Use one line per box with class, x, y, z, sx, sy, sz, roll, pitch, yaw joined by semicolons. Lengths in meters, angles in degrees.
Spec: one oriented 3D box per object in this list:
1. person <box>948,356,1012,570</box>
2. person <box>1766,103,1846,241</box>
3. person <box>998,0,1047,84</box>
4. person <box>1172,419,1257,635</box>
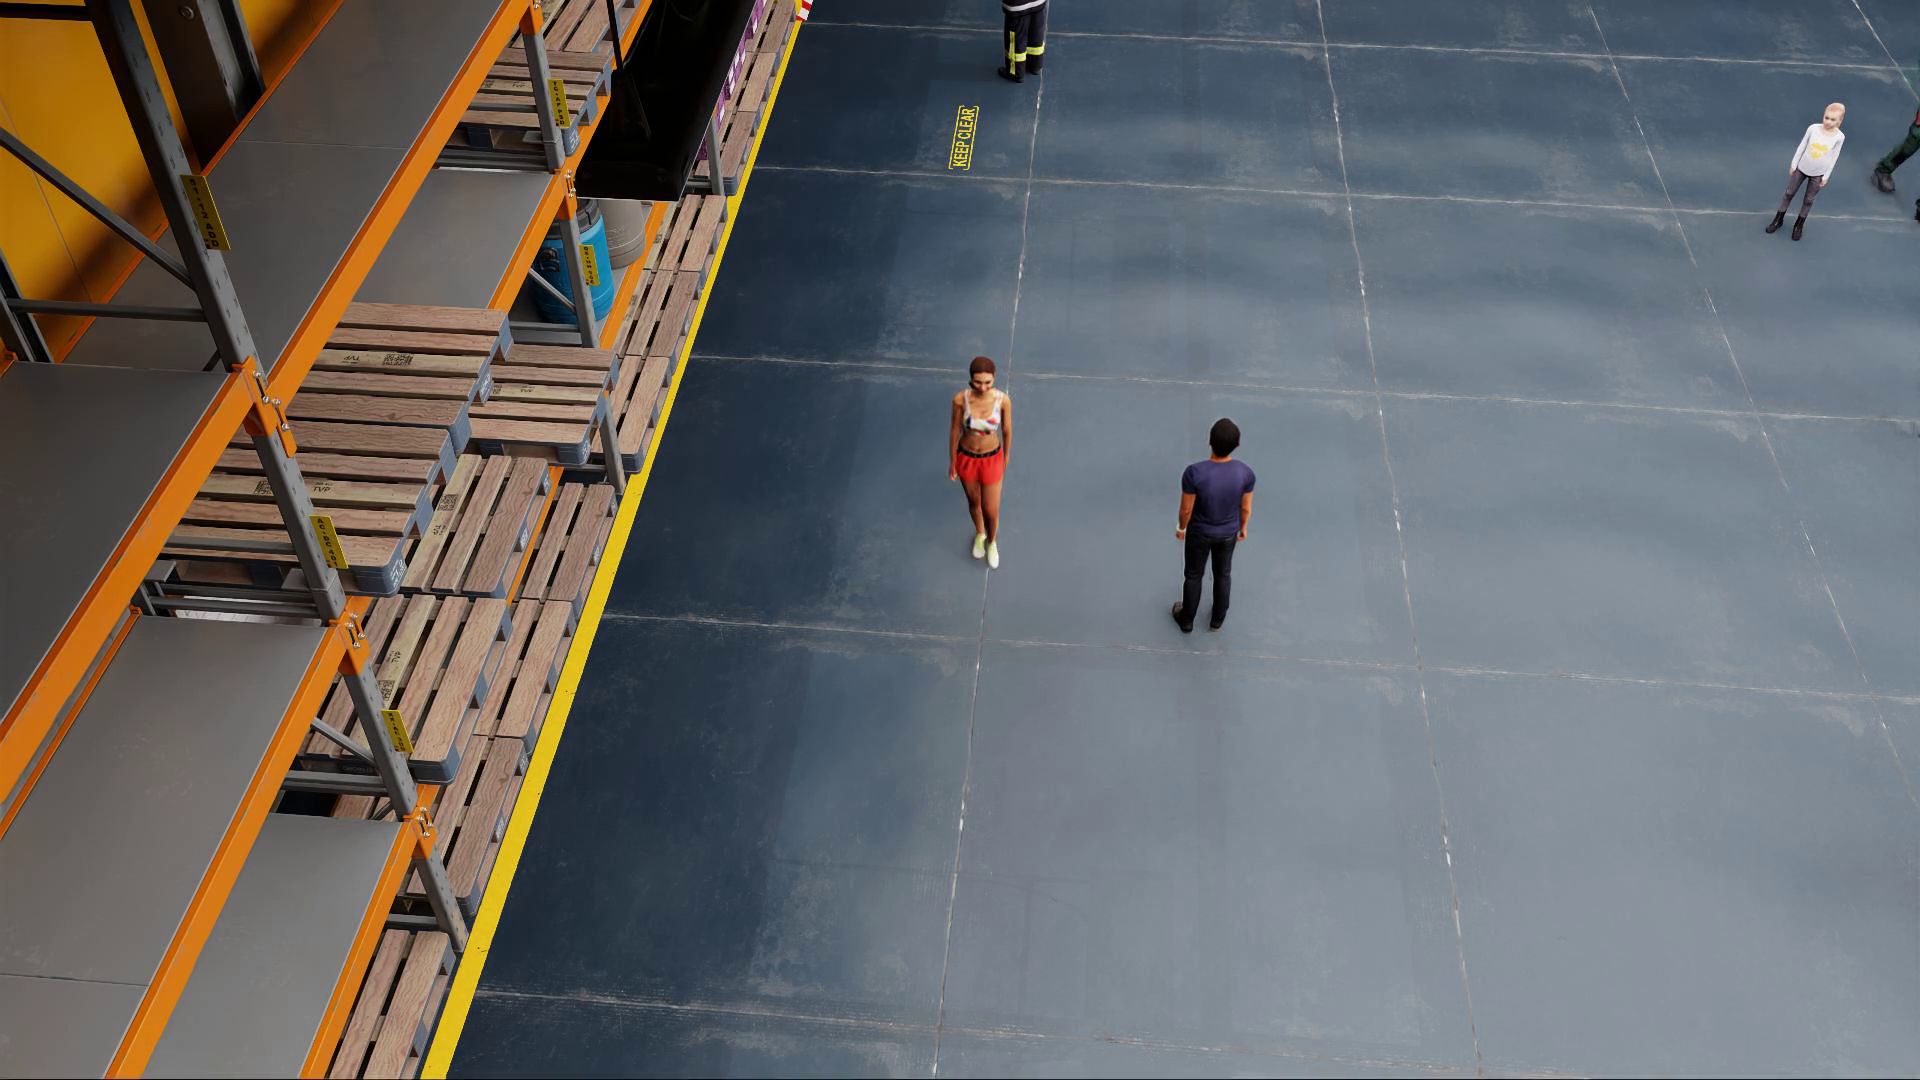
person;0.138;-0.611;11.599;0.565;1.777;0.611;5;44;5
person;7.569;-3.299;14.781;0.572;1.279;0.612;25;49;24
person;0.632;-5.585;16.672;0.854;1.981;0.923;-32;52;-29
person;1.674;-0.070;11.019;0.674;1.793;0.578;-3;44;-3
